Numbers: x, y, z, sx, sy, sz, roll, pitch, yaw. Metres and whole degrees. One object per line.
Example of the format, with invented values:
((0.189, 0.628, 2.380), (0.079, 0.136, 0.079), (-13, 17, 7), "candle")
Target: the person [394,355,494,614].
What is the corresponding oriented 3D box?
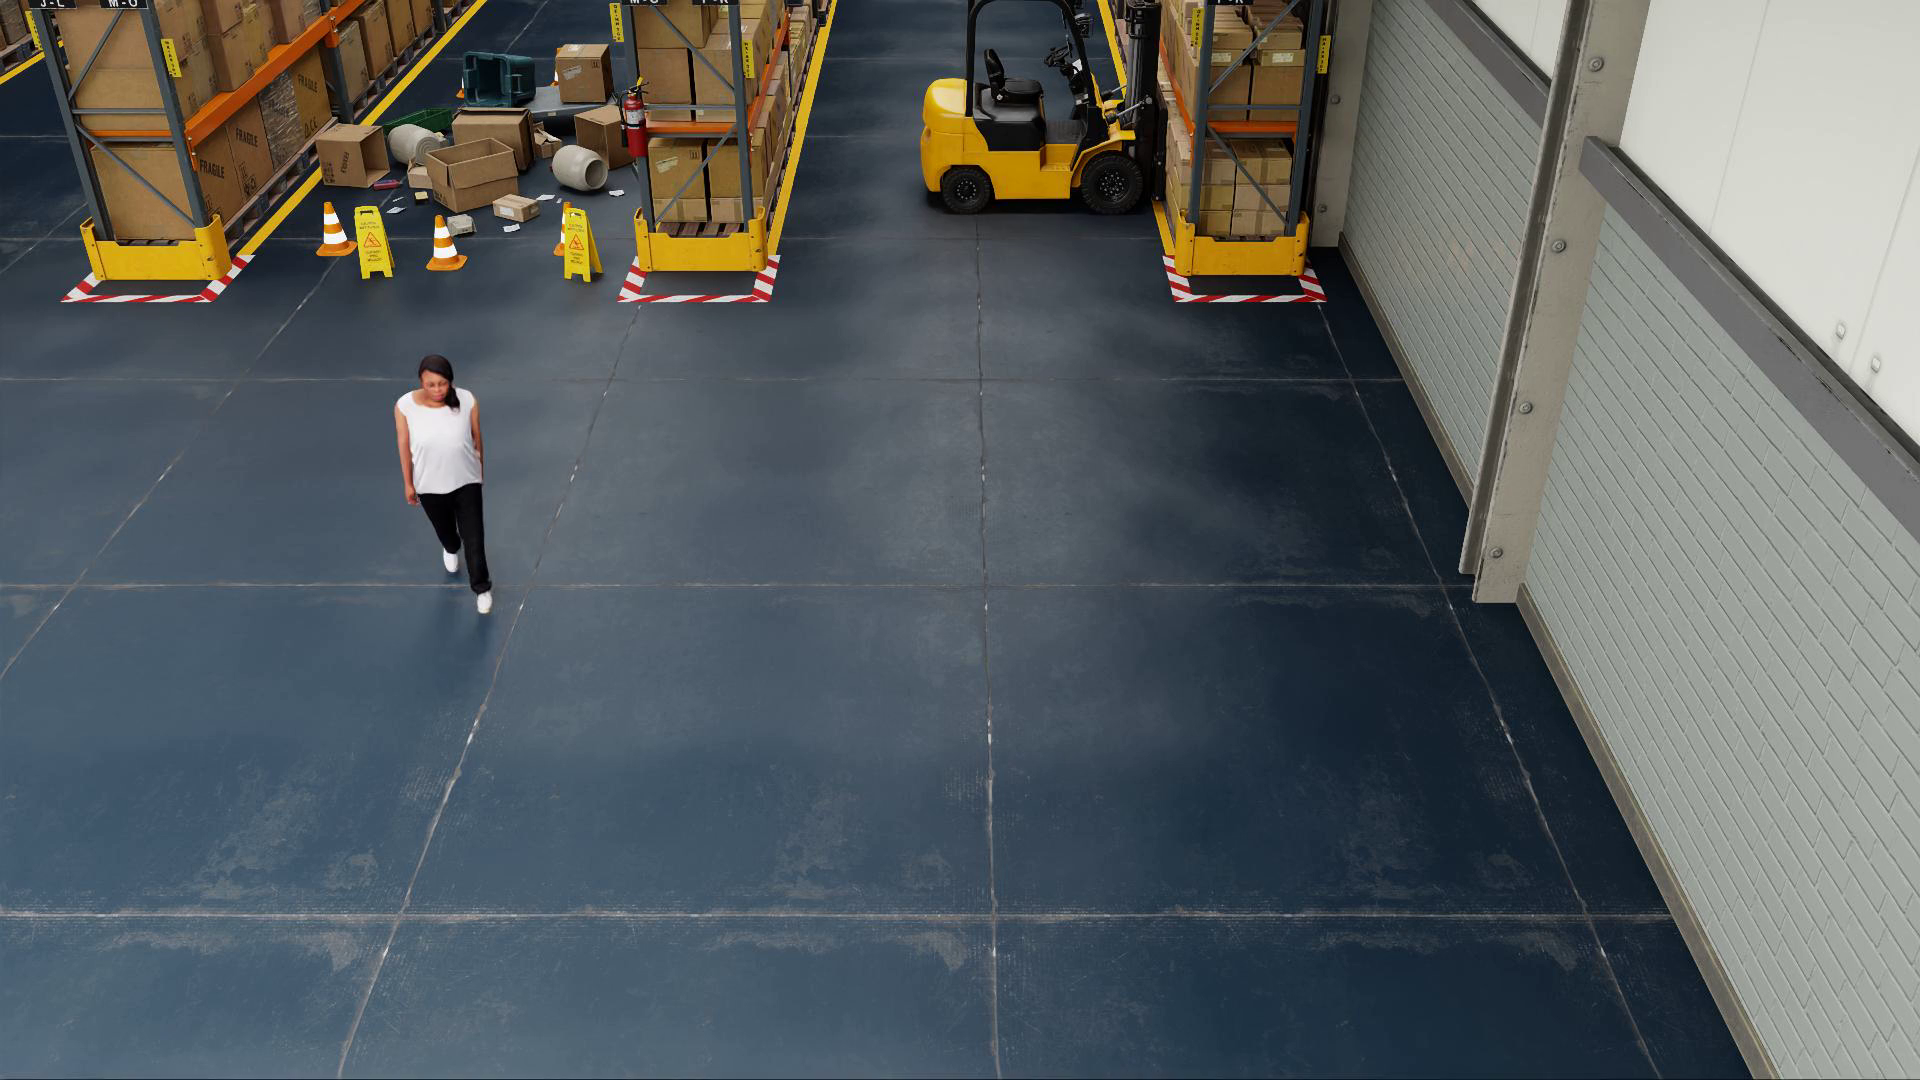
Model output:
((-3.257, -0.423, 10.531), (0.848, 1.649, 1.165), (-8, 33, -13), "person")
